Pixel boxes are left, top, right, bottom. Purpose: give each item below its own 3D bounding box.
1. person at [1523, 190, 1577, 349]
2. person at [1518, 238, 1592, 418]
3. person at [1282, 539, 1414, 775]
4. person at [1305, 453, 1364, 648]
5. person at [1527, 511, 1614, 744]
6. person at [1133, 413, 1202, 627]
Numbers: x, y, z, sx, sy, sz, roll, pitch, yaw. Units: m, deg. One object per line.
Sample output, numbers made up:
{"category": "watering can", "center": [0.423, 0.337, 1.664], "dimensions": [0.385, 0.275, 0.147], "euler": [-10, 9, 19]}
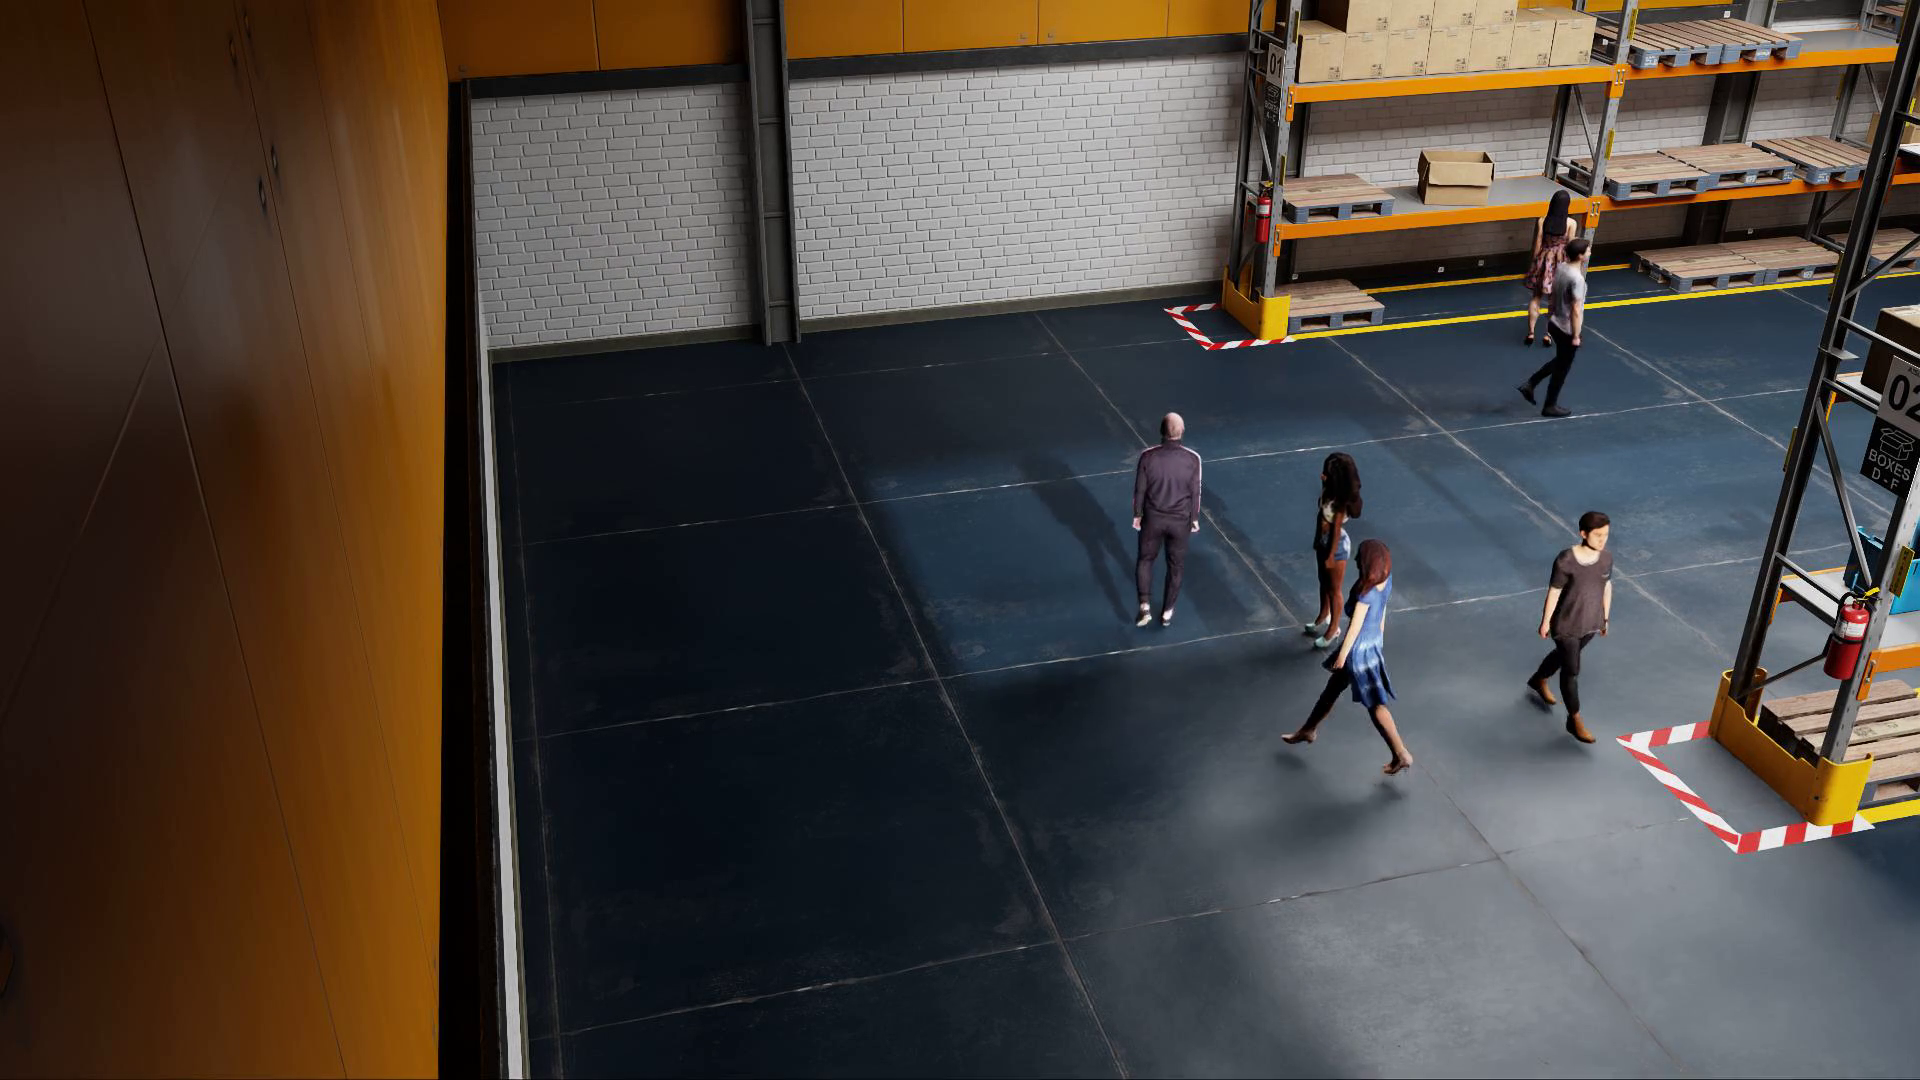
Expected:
{"category": "person", "center": [6.454, -2.964, 18.195], "dimensions": [0.795, 1.773, 0.864], "euler": [12, 31, 21]}
{"category": "person", "center": [5.922, -2.093, 16.518], "dimensions": [0.873, 1.851, 0.791], "euler": [1, 29, 1]}
{"category": "person", "center": [2.784, 0.846, 11.230], "dimensions": [1.215, 1.755, 1.107], "euler": [13, 31, 23]}
{"category": "person", "center": [2.862, 0.069, 12.796], "dimensions": [0.591, 1.619, 0.575], "euler": [-4, 29, -8]}
{"category": "person", "center": [4.360, 0.528, 11.892], "dimensions": [1.003, 1.680, 0.766], "euler": [-10, 30, -18]}
{"category": "person", "center": [1.593, -0.077, 12.854], "dimensions": [0.931, 1.820, 0.939], "euler": [5, 29, 9]}
